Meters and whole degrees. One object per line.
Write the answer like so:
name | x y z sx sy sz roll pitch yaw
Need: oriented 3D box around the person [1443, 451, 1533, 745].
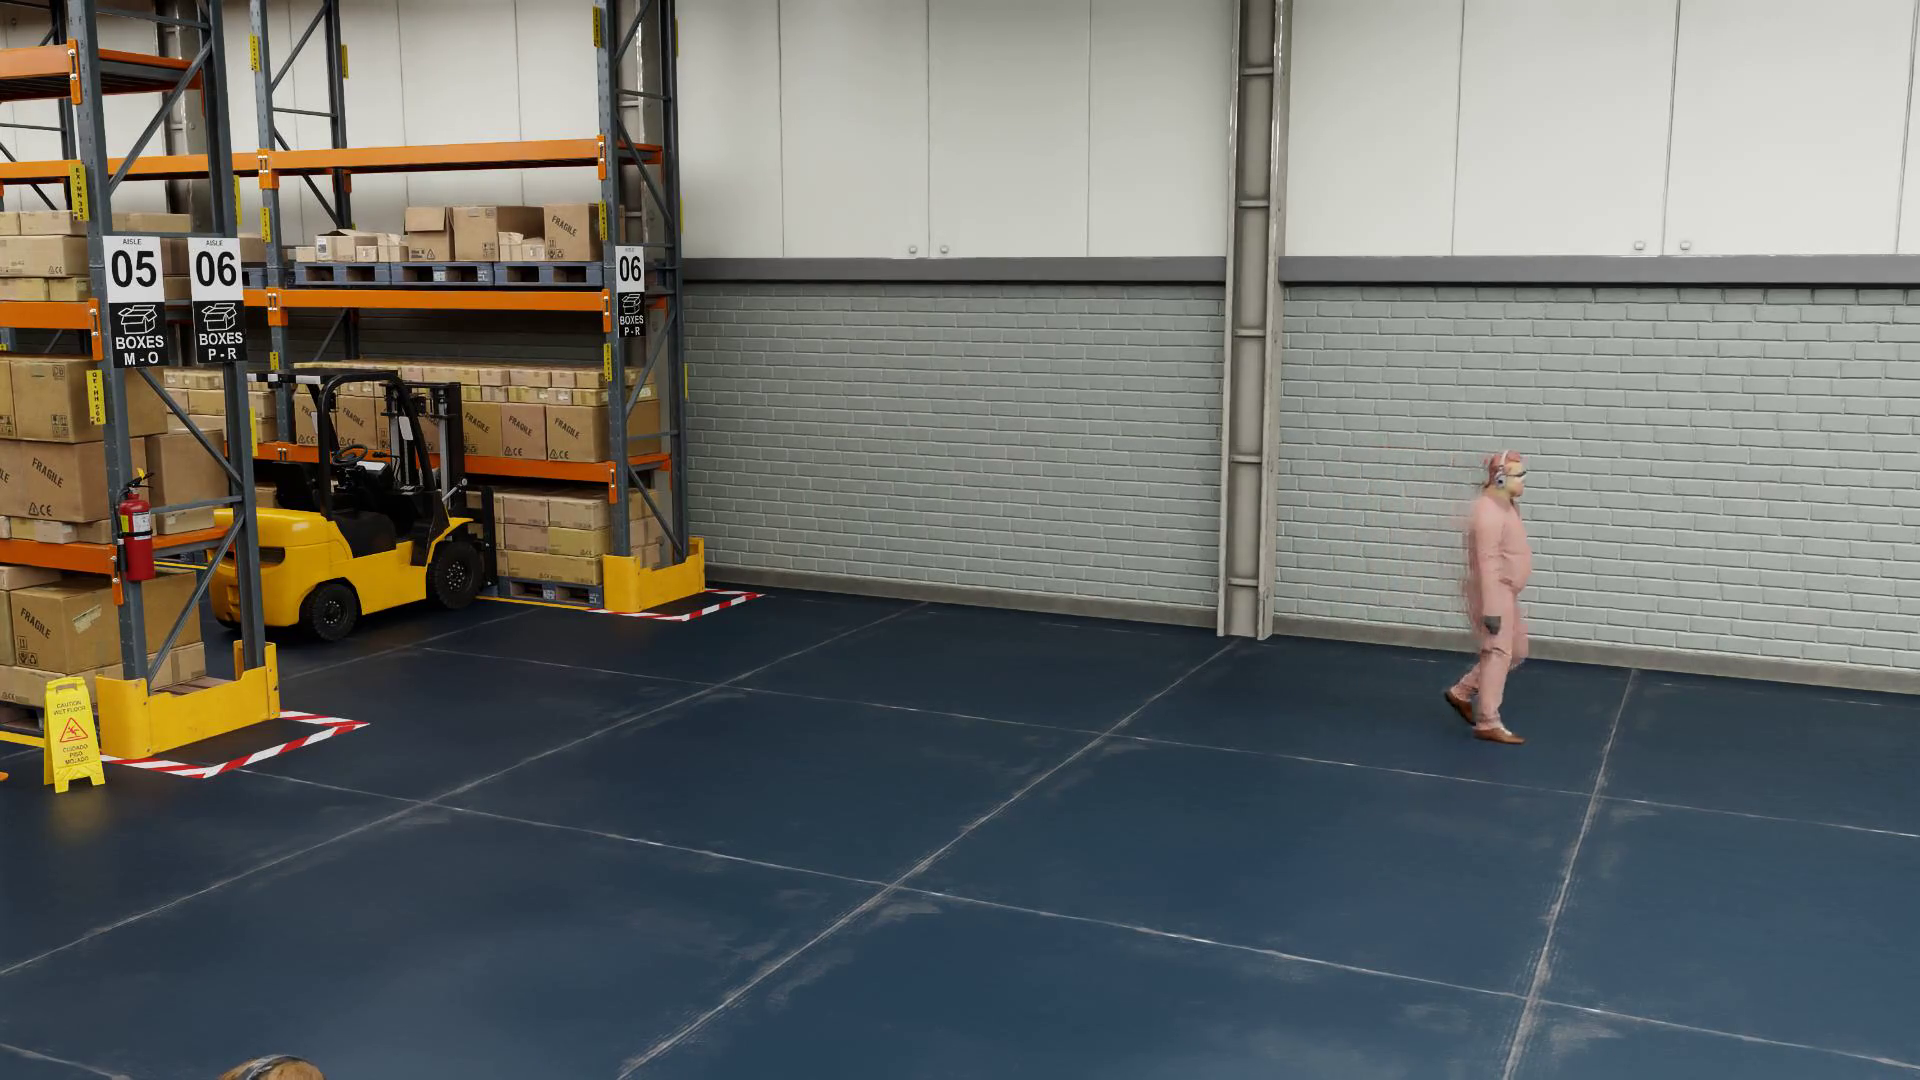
person | 3.429 0.365 10.643 0.464 1.887 0.664 4 10 26

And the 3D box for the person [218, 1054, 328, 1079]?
person | -1.004 1.692 2.667 0.346 1.841 0.506 0 9 0
